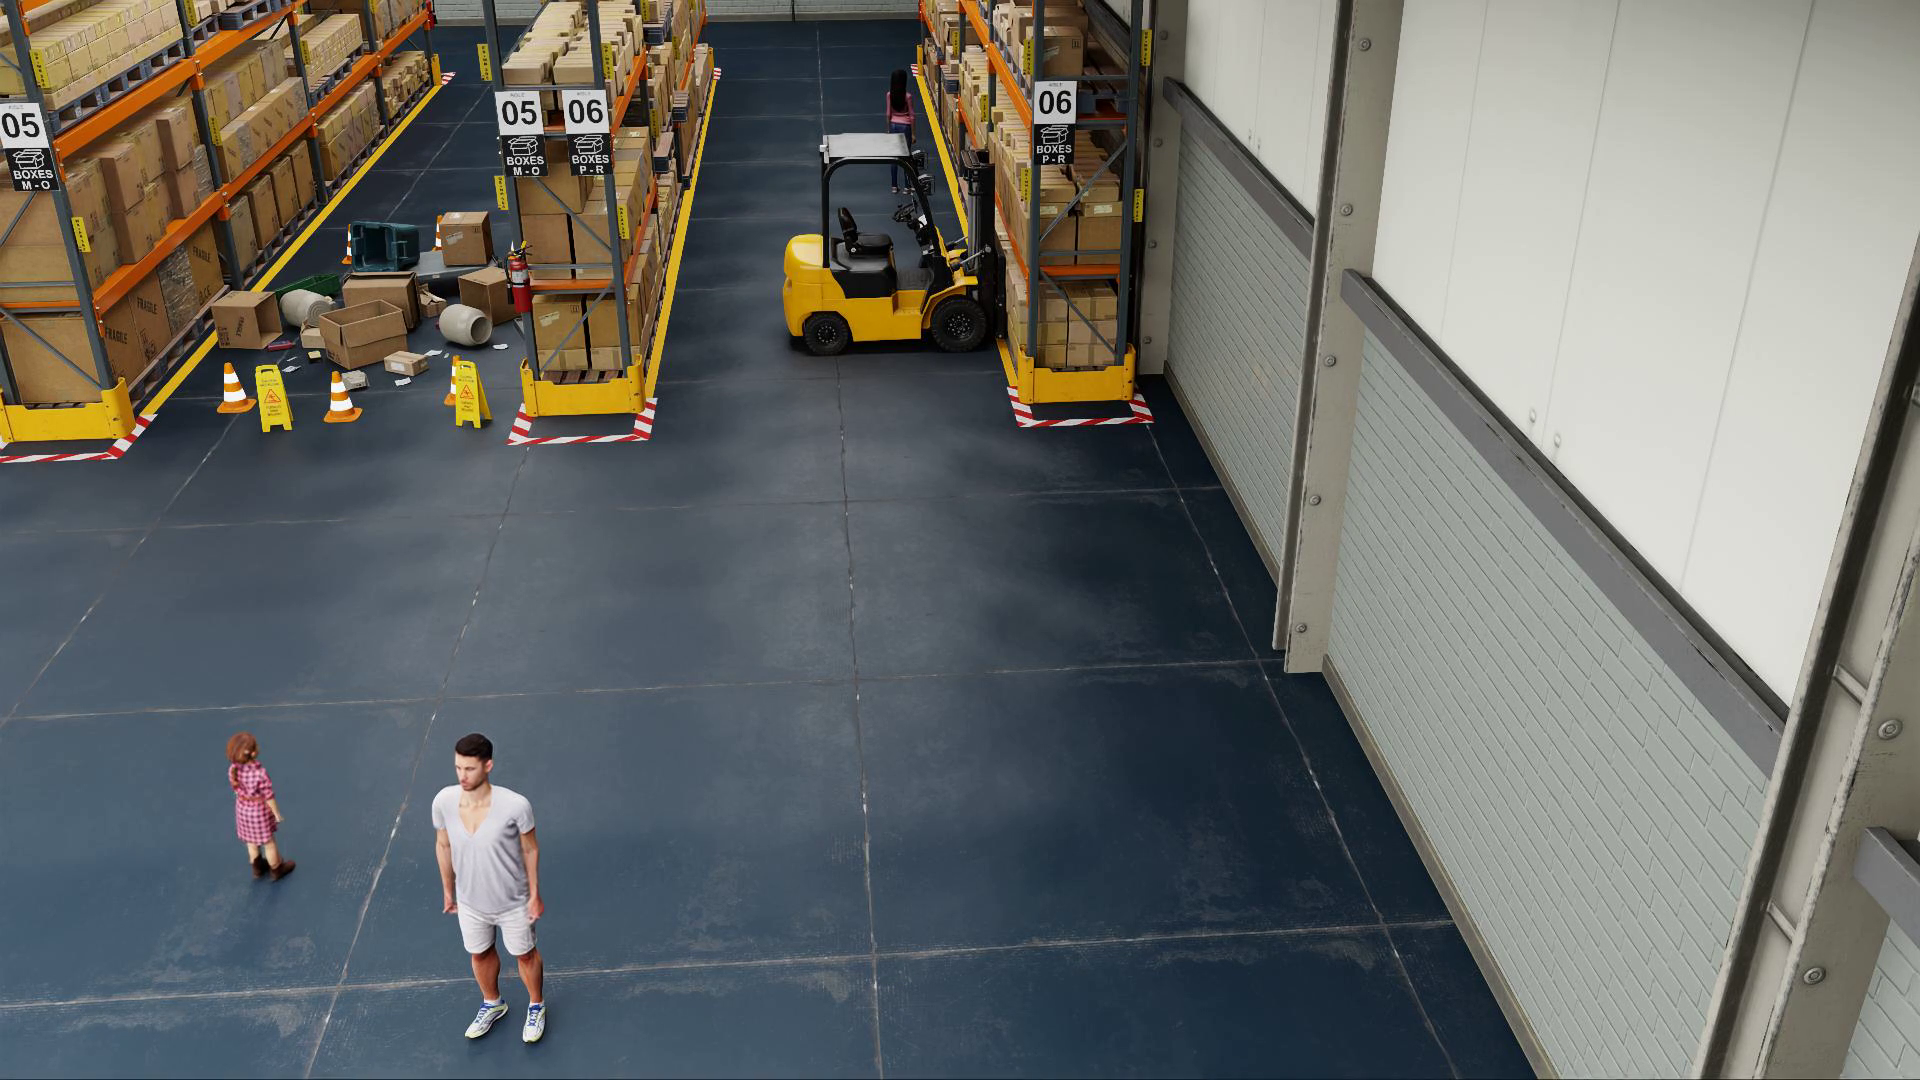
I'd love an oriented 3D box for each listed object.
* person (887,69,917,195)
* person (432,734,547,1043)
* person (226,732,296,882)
[{"bbox_3d":[-0.844,-5.784,23.517,0.640,1.743,0.643,9,29,17],"label":"person"},{"bbox_3d":[-2.424,1.805,8.657,0.730,1.854,0.627,3,27,5],"label":"person"},{"bbox_3d":[-4.227,1.598,9.969,0.491,1.021,0.518,8,28,15],"label":"person"}]
